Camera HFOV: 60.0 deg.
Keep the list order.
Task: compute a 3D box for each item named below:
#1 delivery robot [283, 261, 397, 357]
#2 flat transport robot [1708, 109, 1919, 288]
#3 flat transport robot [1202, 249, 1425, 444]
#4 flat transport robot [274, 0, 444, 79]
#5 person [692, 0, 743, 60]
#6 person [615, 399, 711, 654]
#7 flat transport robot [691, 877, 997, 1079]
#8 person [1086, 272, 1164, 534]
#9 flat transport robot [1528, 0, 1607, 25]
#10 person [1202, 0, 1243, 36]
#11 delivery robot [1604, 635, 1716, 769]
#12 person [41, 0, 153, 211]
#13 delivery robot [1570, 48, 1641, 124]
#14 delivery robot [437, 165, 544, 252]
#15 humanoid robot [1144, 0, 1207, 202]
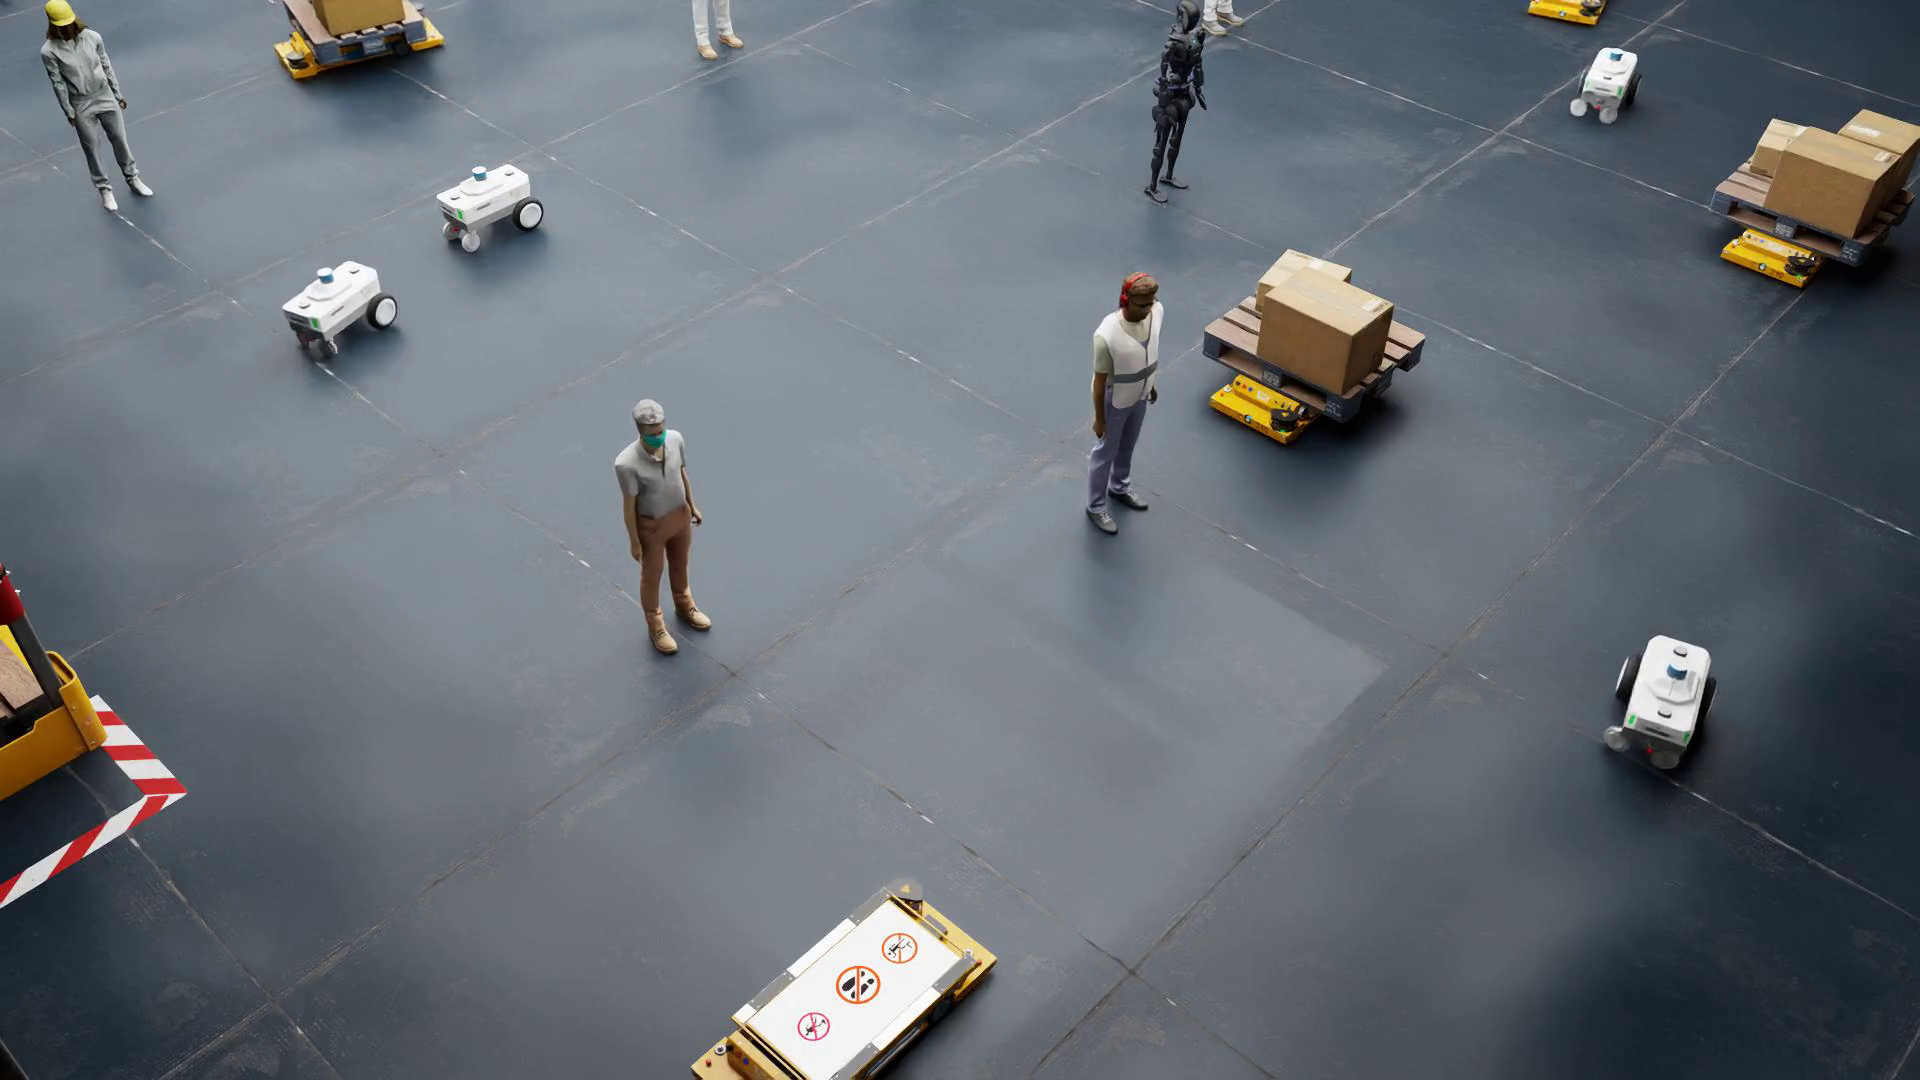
[{"bbox_3d":[-4.593,-1.738,12.244,0.523,0.594,0.766,19,45,20],"label":"delivery robot"},{"bbox_3d":[6.719,-2.492,13.295,0.659,0.231,1.431,32,51,30],"label":"flat transport robot"},{"bbox_3d":[2.473,-1.204,11.864,0.659,0.231,1.431,32,51,30],"label":"flat transport robot"},{"bbox_3d":[-5.715,-4.751,15.807,1.431,0.231,0.659,-22,46,-23],"label":"flat transport robot"},{"bbox_3d":[-2.292,-5.388,15.341,0.429,1.840,0.630,32,51,31],"label":"person"},{"bbox_3d":[-1.704,-0.104,9.537,0.304,1.743,0.488,32,51,31],"label":"person"},{"bbox_3d":[-0.540,2.262,8.012,0.659,0.231,1.431,32,51,30],"label":"flat transport robot"},{"bbox_3d":[1.008,-0.887,10.335,0.374,1.840,0.566,32,51,31],"label":"person"},{"bbox_3d":[6.223,-5.595,16.745,0.659,0.231,1.431,19,45,20],"label":"flat transport robot"},{"bbox_3d":[2.572,-5.742,15.701,0.338,1.882,0.580,32,51,31],"label":"person"},{"bbox_3d":[3.946,0.881,9.333,0.523,0.594,0.766,19,45,20],"label":"delivery robot"},{"bbox_3d":[-6.930,-3.495,13.307,0.321,1.742,0.490,32,51,31],"label":"person"},{"bbox_3d":[5.794,-4.109,14.879,0.523,0.594,0.766,19,45,20],"label":"delivery robot"},{"bbox_3d":[-3.791,-2.710,13.303,0.499,0.566,0.739,32,51,30],"label":"delivery robot"},{"bbox_3d":[1.760,-3.562,13.424,0.315,1.655,0.599,32,51,30],"label":"humanoid robot"}]
